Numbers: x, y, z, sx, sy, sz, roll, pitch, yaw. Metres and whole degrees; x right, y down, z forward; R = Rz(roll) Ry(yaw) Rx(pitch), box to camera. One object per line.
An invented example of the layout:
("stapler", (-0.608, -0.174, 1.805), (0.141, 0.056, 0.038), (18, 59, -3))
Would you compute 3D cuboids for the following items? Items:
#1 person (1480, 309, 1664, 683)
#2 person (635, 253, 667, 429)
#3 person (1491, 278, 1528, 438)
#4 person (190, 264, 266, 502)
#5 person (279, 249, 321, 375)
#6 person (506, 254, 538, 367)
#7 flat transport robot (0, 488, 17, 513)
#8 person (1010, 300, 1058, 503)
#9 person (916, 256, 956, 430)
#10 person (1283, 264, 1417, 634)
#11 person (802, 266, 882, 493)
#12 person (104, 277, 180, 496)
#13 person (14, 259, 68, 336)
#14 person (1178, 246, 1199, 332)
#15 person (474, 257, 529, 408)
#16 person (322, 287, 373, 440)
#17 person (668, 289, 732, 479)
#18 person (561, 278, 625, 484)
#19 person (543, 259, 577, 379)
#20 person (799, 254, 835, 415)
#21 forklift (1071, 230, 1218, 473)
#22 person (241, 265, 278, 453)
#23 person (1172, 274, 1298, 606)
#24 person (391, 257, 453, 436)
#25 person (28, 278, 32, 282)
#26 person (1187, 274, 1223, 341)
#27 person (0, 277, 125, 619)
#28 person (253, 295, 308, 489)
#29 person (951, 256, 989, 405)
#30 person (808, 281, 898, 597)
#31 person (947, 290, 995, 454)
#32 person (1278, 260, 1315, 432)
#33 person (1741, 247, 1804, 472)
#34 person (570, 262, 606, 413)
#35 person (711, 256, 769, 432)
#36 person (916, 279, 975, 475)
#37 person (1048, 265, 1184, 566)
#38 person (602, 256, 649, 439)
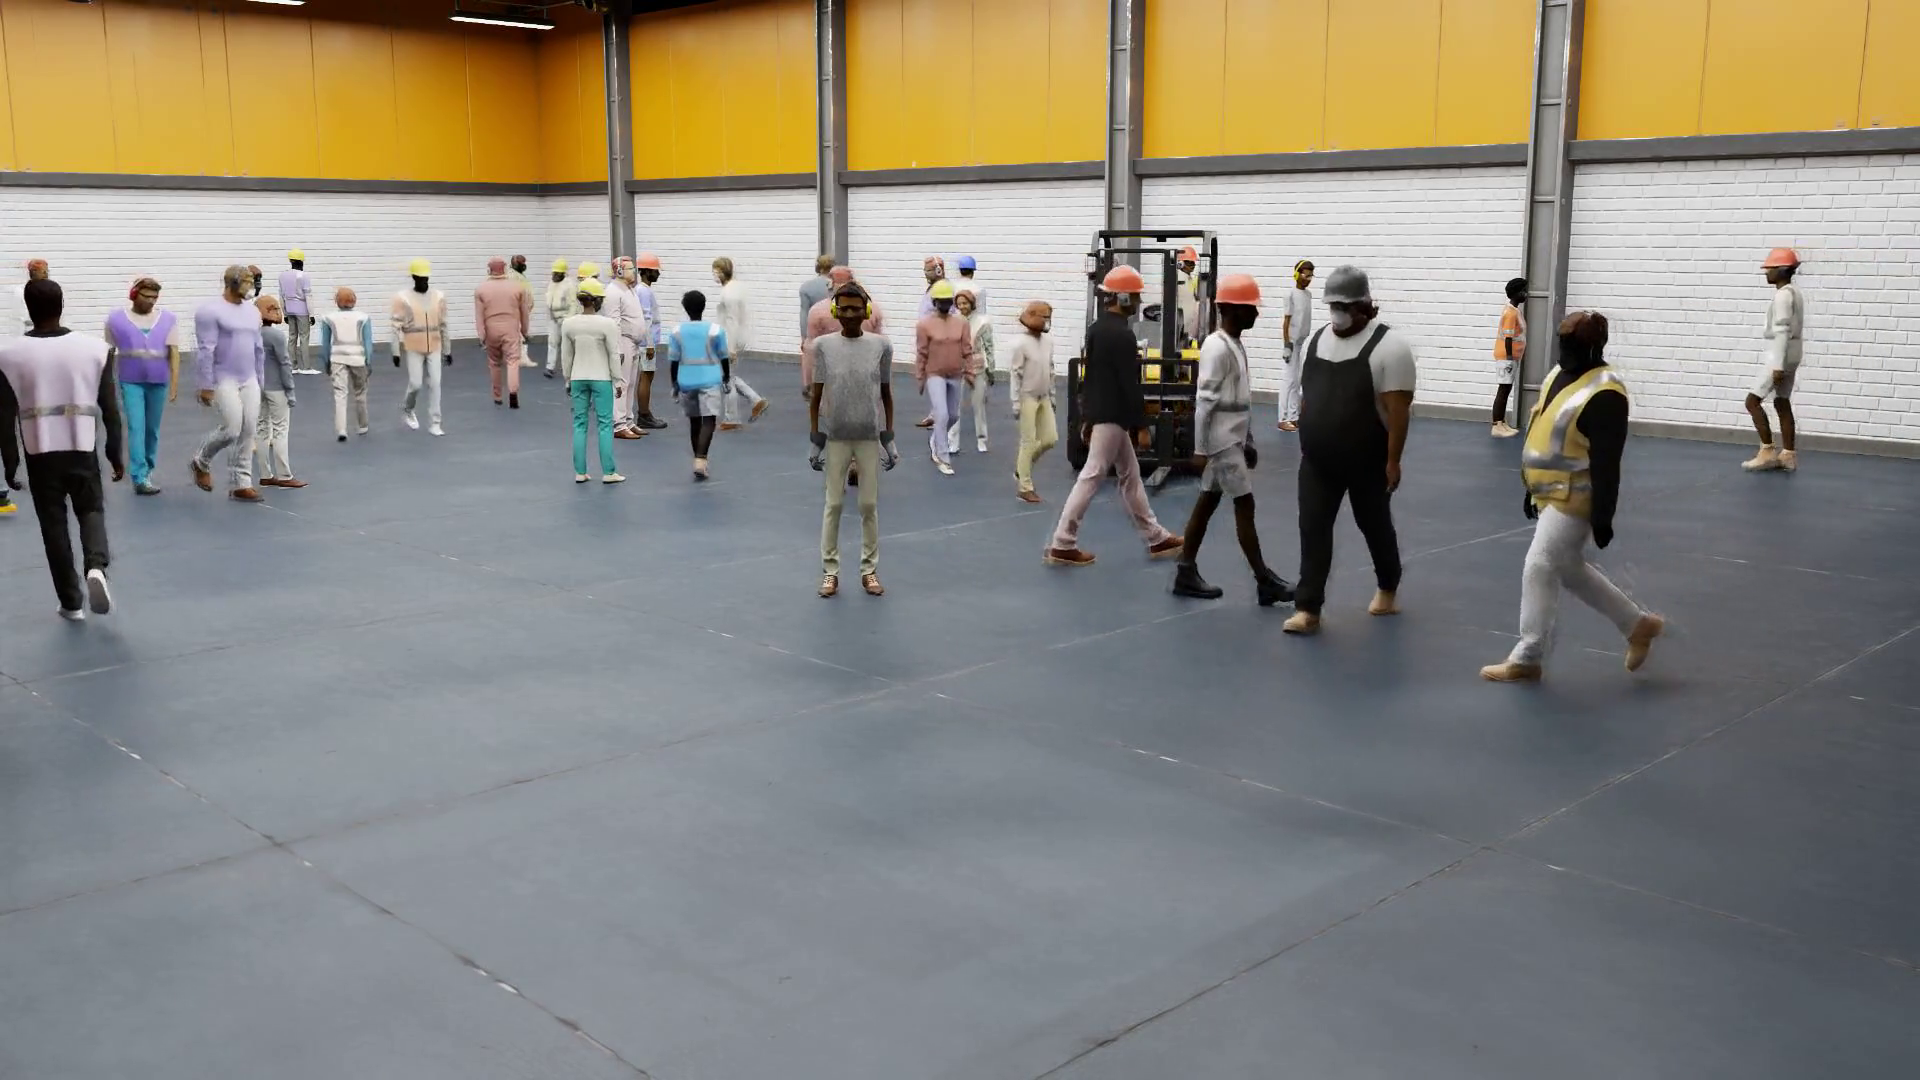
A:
("person", (2.942, -0.186, 7.819), (0.794, 1.804, 0.635), (1, 10, 4))
("person", (-3.440, -2.206, 18.459), (0.372, 1.933, 0.552), (-3, 11, -15))
("person", (5.830, -1.932, 17.639), (0.323, 1.689, 0.530), (4, 11, 22))
("person", (-5.874, -1.256, 13.361), (0.576, 1.906, 0.647), (5, 11, 23))
("person", (-10.127, -3.490, 25.489), (0.596, 1.923, 0.378), (4, 11, 22))
("person", (-7.194, -3.720, 27.017), (0.555, 1.826, 0.632), (1, 10, 4))
("flat transport robot", (-7.946, -0.305, 12.634), (1.431, 0.197, 0.652), (5, 11, 25))
("person", (0.590, -1.108, 13.320), (0.366, 1.621, 0.535), (10, 14, 43))
("person", (-0.275, -2.168, 18.342), (0.406, 1.906, 0.637), (-4, 11, -19))
("person", (2.161, -0.537, 9.071), (0.710, 2.000, 0.999), (9, 14, 40))
("person", (-0.972, -1.342, 13.902), (0.700, 1.875, 0.536), (-5, 11, -23))
("person", (-6.839, -1.295, 13.931), (0.606, 1.795, 0.901), (-8, 13, -39))
("person", (-10.168, -2.198, 18.612), (0.761, 1.858, 0.606), (2, 11, 11))
("person", (2.789, -2.656, 20.752), (0.393, 1.995, 0.612), (7, 13, 35))
("person", (-5.702, -2.590, 20.740), (0.639, 1.870, 0.922), (-2, 11, -13))
("person", (-6.445, -1.857, 17.512), (0.518, 1.592, 0.892), (-3, 11, -14))
("person", (-2.303, -1.378, 14.691), (0.528, 1.660, 0.822), (2, 11, 10))
("person", (-3.159, -1.364, 14.340), (0.533, 1.765, 0.329), (2, 11, 13))
("person", (-5.952, -3.281, 24.751), (0.613, 1.774, 0.874), (5, 12, 27))
("person", (-1.587, -2.373, 19.459), (0.652, 1.900, 0.920), (-3, 11, -14))
("forklift", (1.804, -1.825, 15.677), (1.214, 2.155, 2.313), (2, 11, 13))
("person", (-6.957, -1.790, 16.449), (0.429, 1.842, 0.637), (4, 11, 22))
("person", (1.659, -0.571, 9.617), (0.911, 1.902, 0.579), (4, 11, 20))
("person", (-5.765, -2.066, 17.783), (0.623, 1.905, 0.586), (-8, 13, -38))
("person", (-12.070, -2.675, 21.865), (0.519, 1.624, 0.364), (-8, 13, -36))
("person", (2.555, -1.867, 17.160), (0.458, 1.737, 0.530), (9, 14, 42))
("person", (-4.934, -0.483, 9.140), (0.612, 1.905, 0.542), (-8, 13, -36))
("person", (-5.803, -1.247, 14.045), (0.498, 1.636, 0.286), (6, 12, 29))
("person", (0.050, -2.547, 20.478), (0.613, 1.889, 1.019), (4, 11, 22))
("person", (-0.632, -0.589, 9.838), (0.534, 1.864, 0.310), (-2, 11, -8))
("person", (0.054, -1.617, 16.165), (0.566, 1.596, 0.804), (2, 11, 9))
("person", (3.705, -2.121, 18.200), (0.336, 1.864, 0.515), (9, 14, 41))
("person", (7.336, -1.613, 14.988), (0.601, 2.019, 0.633), (7, 12, 33))
("person", (-4.458, -2.424, 20.007), (0.621, 1.811, 0.590), (6, 12, 29))
("person", (-2.418, -2.106, 17.981), (0.548, 1.915, 0.650), (-1, 10, -5))
("person", (-0.171, -1.495, 15.108), (0.521, 1.743, 0.762), (-5, 11, -24))
("person", (1.042, -0.787, 10.726), (1.041, 1.935, 0.639), (-2, 11, -12))
("person", (-3.514, -2.026, 17.548), (0.407, 1.912, 0.641), (1, 10, 5))
